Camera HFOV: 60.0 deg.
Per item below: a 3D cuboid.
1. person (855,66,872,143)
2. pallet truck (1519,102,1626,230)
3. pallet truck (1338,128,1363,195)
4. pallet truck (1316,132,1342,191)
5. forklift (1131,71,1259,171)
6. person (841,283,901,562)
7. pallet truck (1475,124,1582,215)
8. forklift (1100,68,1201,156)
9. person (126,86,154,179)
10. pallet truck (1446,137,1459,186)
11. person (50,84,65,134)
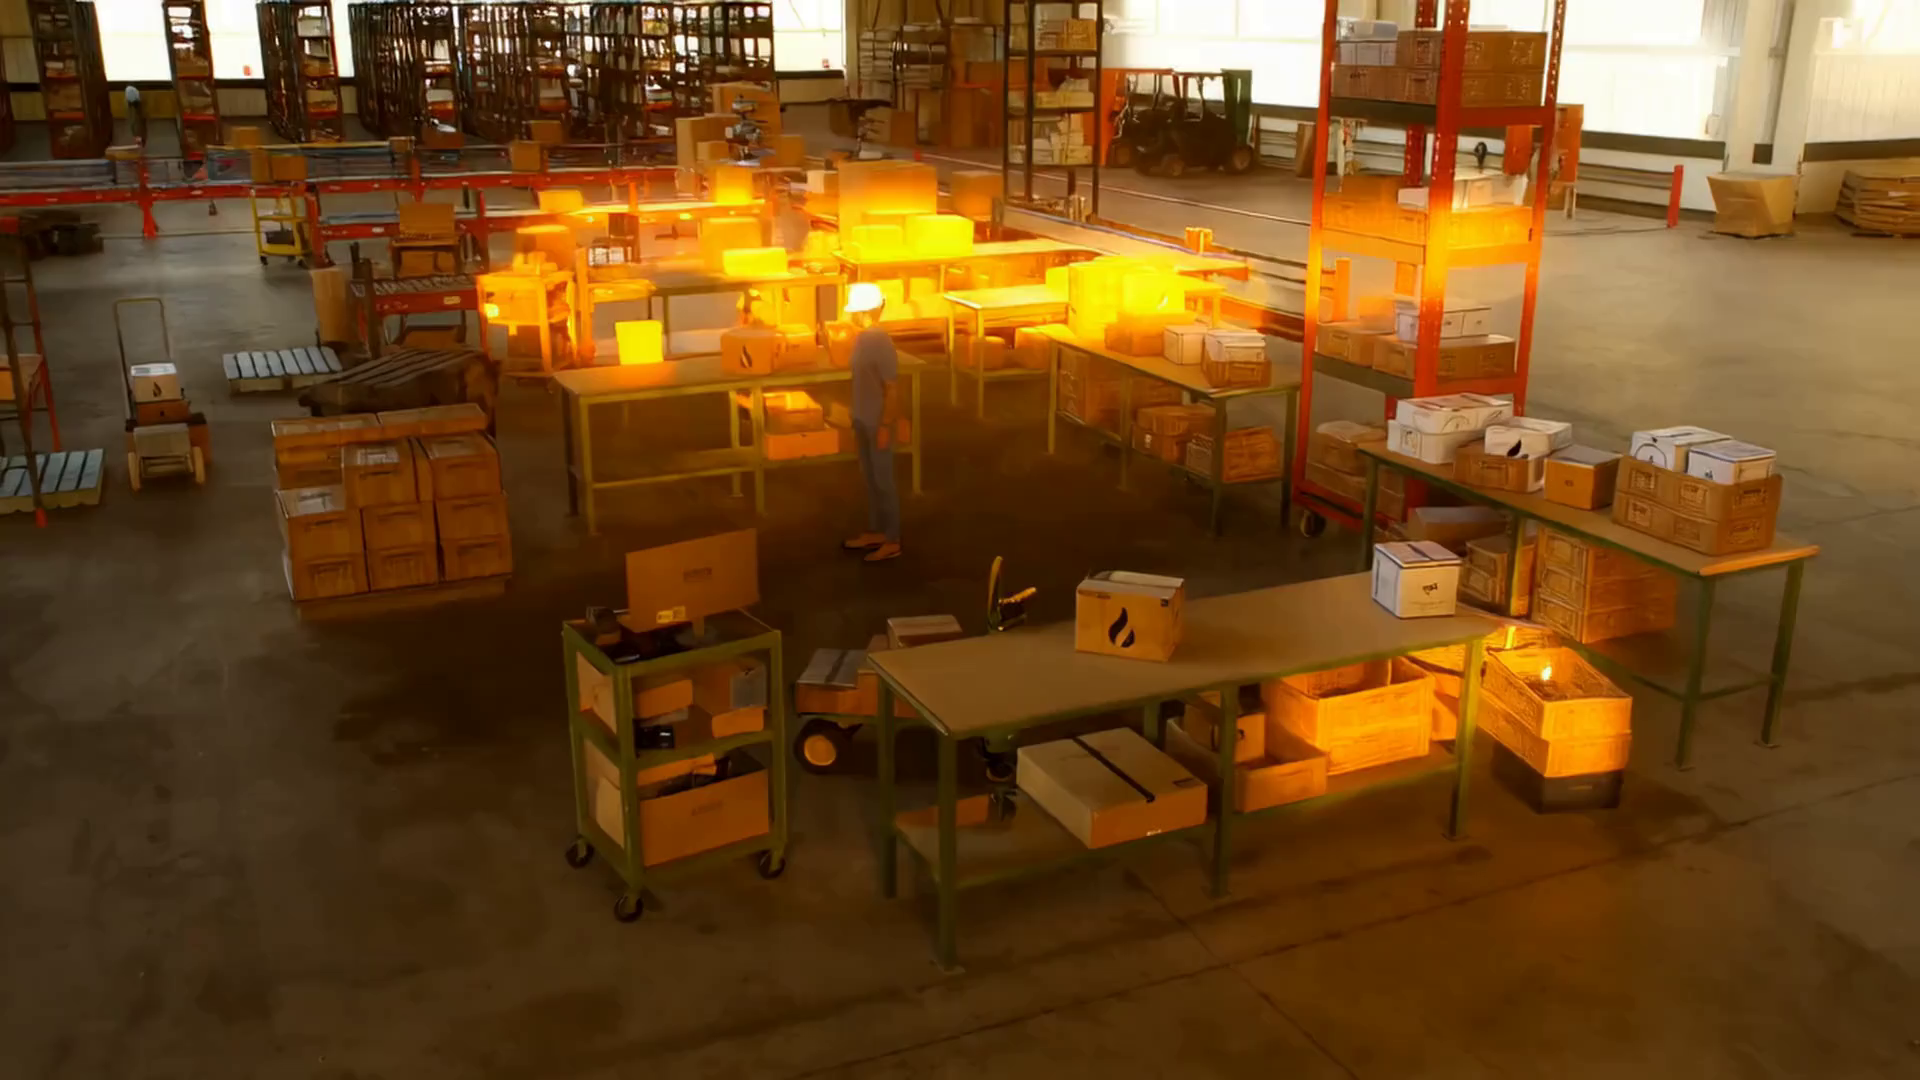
[{"bbox_3d":[-2.550,-11.589,44.319,0.457,1.979,0.646,-5,18,-15],"label":"person"},{"bbox_3d":[9.972,-6.037,26.785,1.885,1.965,0.823,-9,20,-25],"label":"pallet truck"},{"bbox_3d":[7.845,-7.140,31.411,1.522,1.261,0.704,-9,20,-25],"label":"pallet truck"},{"bbox_3d":[7.723,-7.504,32.656,1.601,1.201,0.680,-8,19,-23],"label":"pallet truck"},{"bbox_3d":[4.998,-8.936,35.413,2.680,1.987,1.157,-9,20,-25],"label":"forklift"},{"bbox_3d":[-0.573,-0.740,10.480,0.331,1.765,0.533,-8,19,-24],"label":"person"},{"bbox_3d":[9.707,-6.455,28.103,1.885,1.965,0.823,-7,19,-20],"label":"pallet truck"},{"bbox_3d":[4.082,-9.564,37.410,2.680,1.987,1.157,-8,19,-23],"label":"forklift"},{"bbox_3d":[-17.098,-8.477,34.622,0.403,1.904,0.651,-8,19,-24],"label":"person"},{"bbox_3d":[9.184,-6.485,29.328,1.630,1.274,0.653,-8,19,-23],"label":"pallet truck"},{"bbox_3d":[-22.129,-10.456,40.959,0.373,1.840,0.570,-8,19,-24],"label":"person"}]
